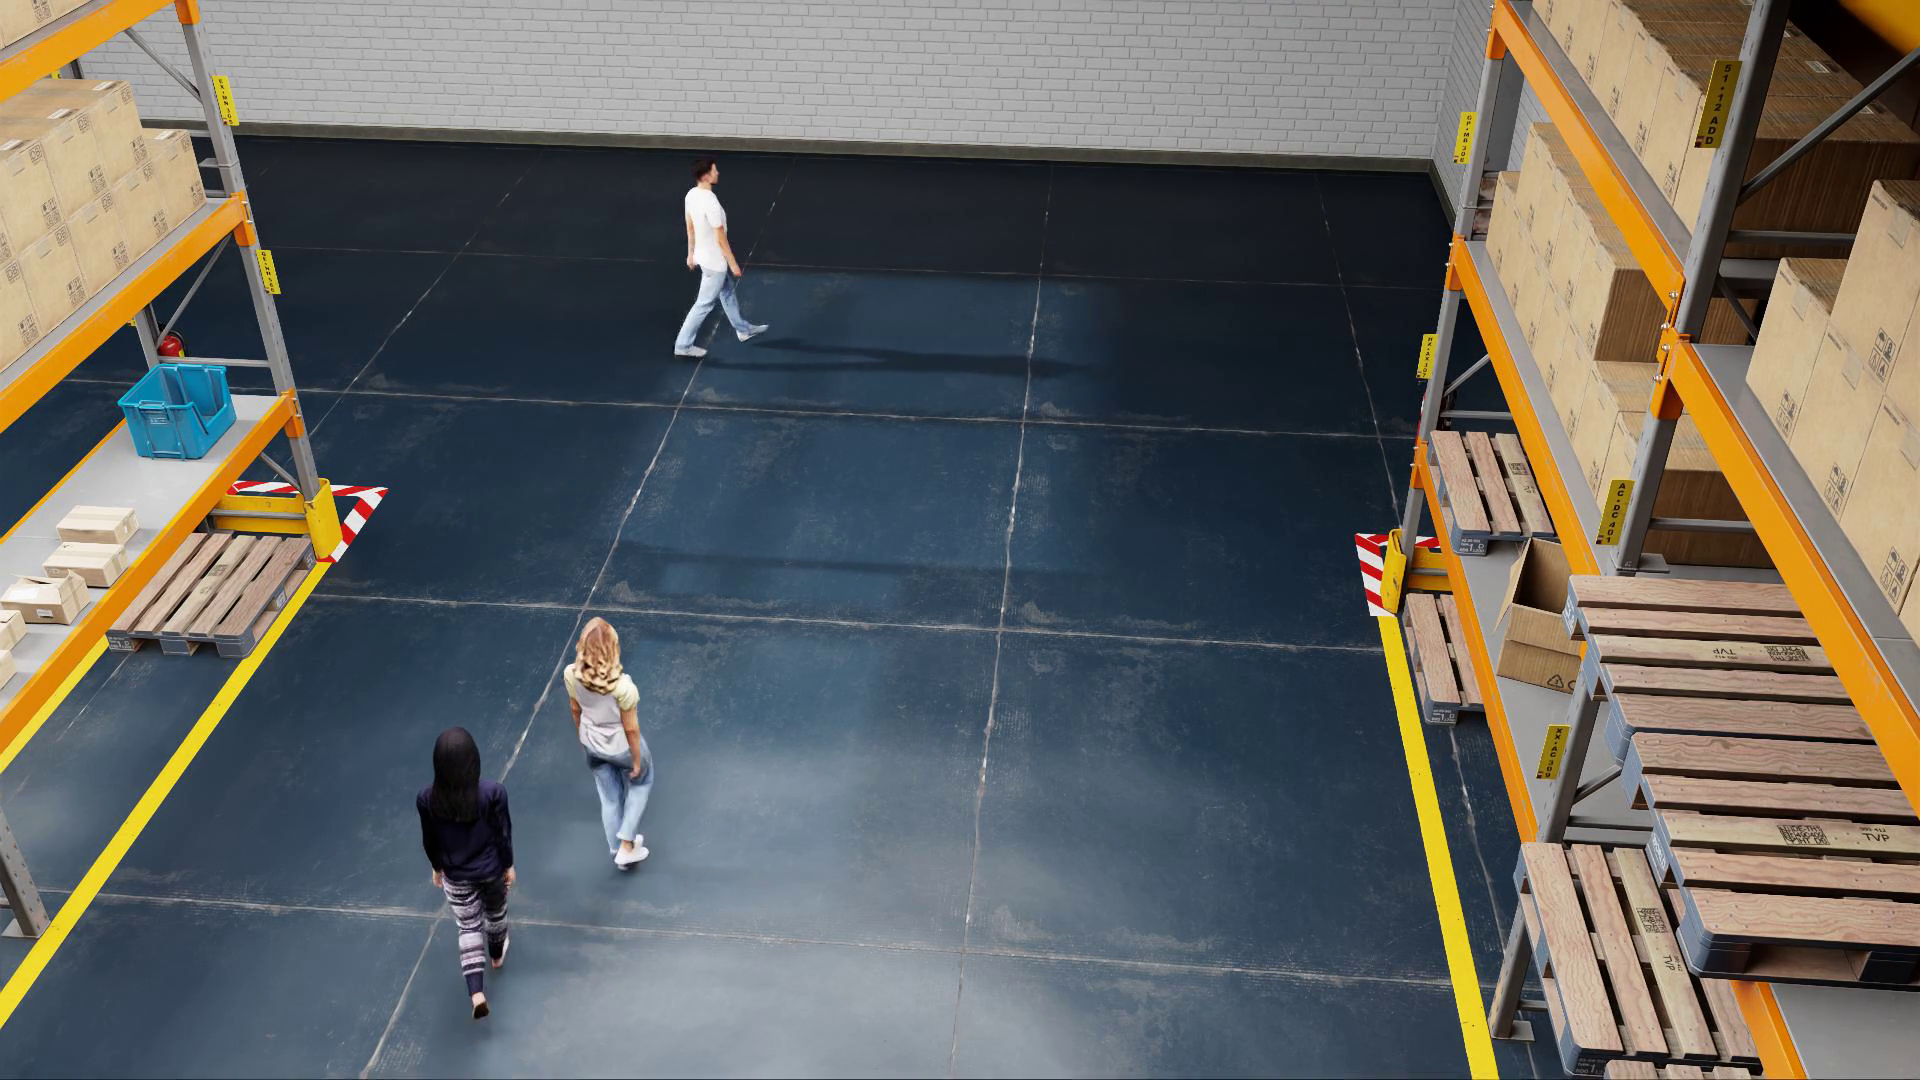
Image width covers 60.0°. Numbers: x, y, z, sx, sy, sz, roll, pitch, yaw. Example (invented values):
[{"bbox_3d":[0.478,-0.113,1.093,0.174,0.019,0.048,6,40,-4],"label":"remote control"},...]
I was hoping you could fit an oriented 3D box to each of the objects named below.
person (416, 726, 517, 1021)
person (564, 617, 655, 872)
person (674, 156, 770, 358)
[{"bbox_3d":[-2.504,1.726,8.559,0.758,1.714,1.017,-5,34,-8],"label":"person"},{"bbox_3d":[-1.992,1.220,9.321,0.676,1.715,0.703,9,35,13],"label":"person"},{"bbox_3d":[-2.284,-2.454,14.752,1.158,1.821,1.232,-17,37,-24],"label":"person"}]
